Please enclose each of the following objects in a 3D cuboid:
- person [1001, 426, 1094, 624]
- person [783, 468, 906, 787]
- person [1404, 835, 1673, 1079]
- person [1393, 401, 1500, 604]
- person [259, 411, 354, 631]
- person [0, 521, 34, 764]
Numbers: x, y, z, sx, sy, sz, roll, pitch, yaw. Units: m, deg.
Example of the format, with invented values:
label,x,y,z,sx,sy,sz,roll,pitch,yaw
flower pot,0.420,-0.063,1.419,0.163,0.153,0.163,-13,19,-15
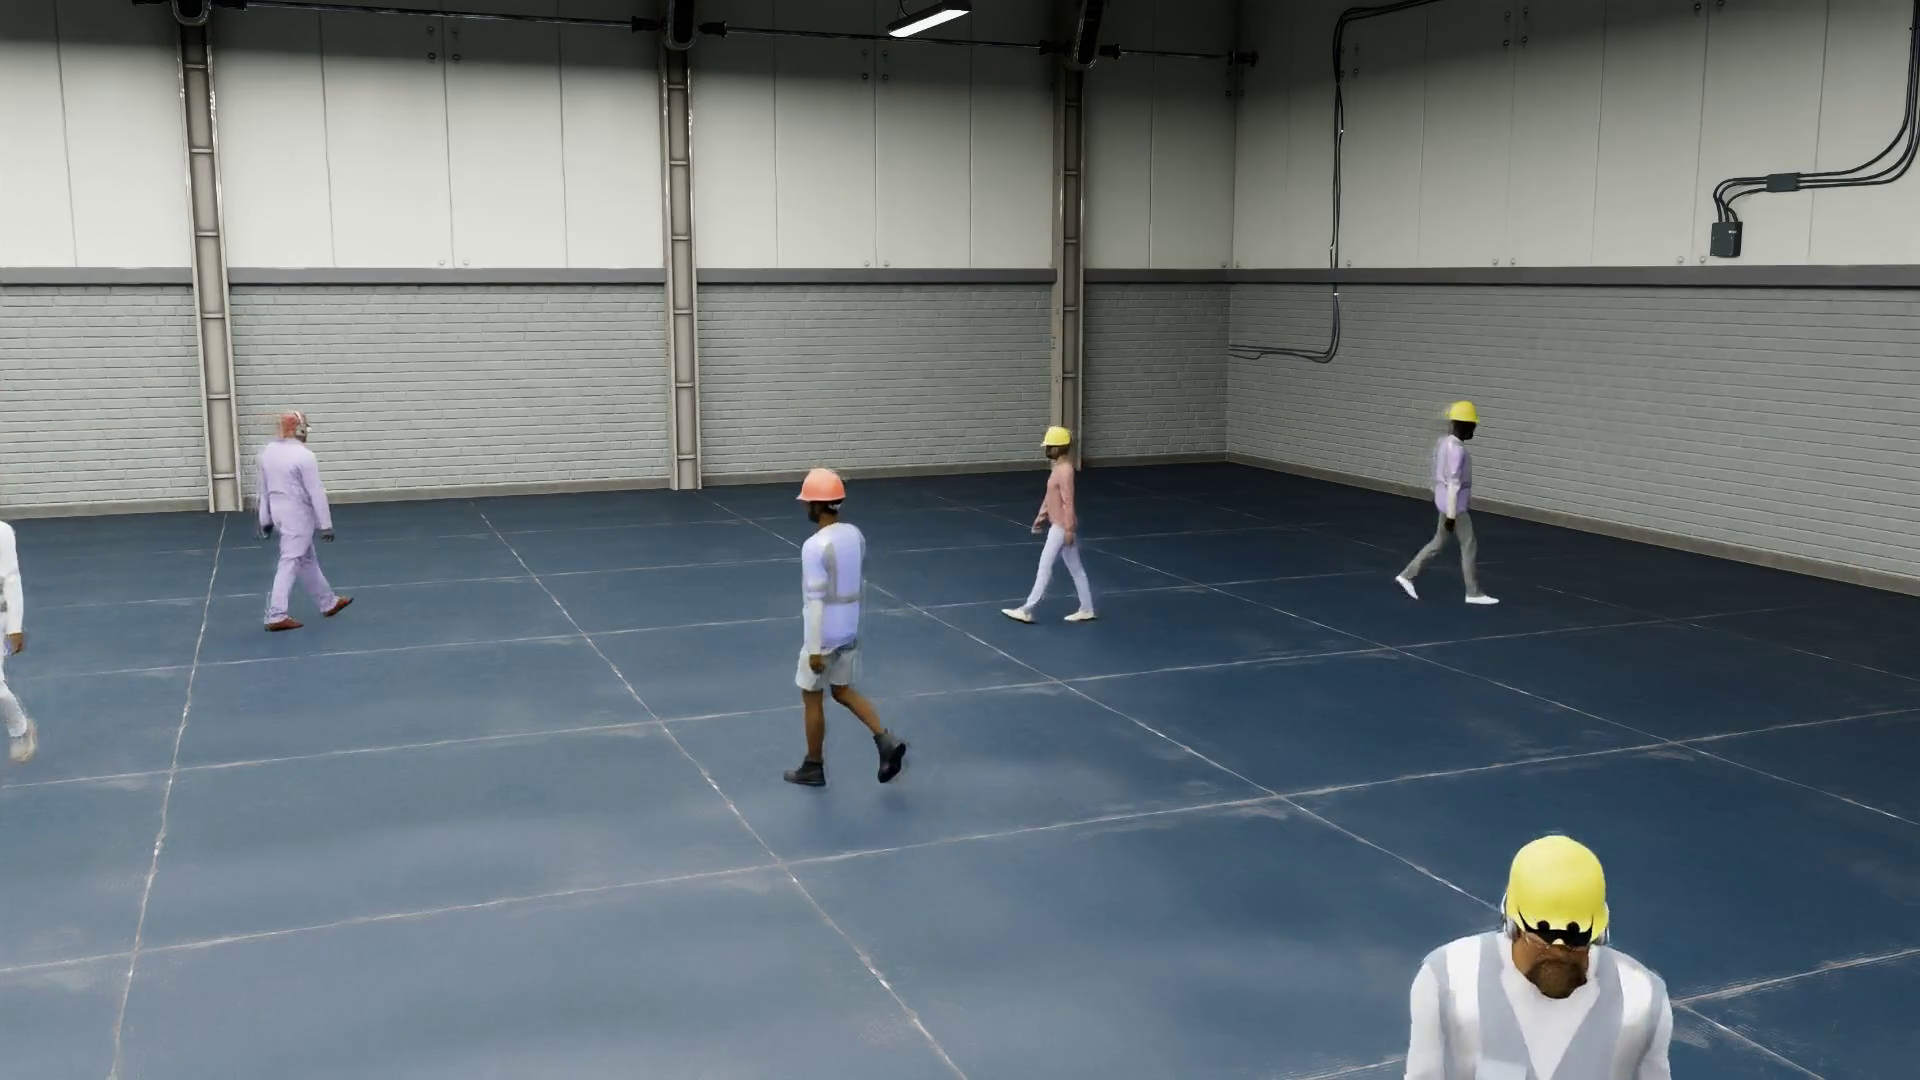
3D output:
label,x,y,z,sx,sy,sz,roll,pitch,yaw
person,0.795,-0.123,14.473,0.836,1.727,0.530,0,9,1
person,-0.710,0.536,9.730,0.723,1.923,0.555,6,11,32
person,1.352,1.516,3.943,0.621,1.803,0.615,2,9,15
person,4.514,-0.345,15.364,0.895,1.895,0.601,1,9,5
person,-5.637,-0.184,14.392,0.673,1.862,0.966,7,11,37
person,-5.915,0.517,9.992,0.597,1.873,0.461,1,9,3
